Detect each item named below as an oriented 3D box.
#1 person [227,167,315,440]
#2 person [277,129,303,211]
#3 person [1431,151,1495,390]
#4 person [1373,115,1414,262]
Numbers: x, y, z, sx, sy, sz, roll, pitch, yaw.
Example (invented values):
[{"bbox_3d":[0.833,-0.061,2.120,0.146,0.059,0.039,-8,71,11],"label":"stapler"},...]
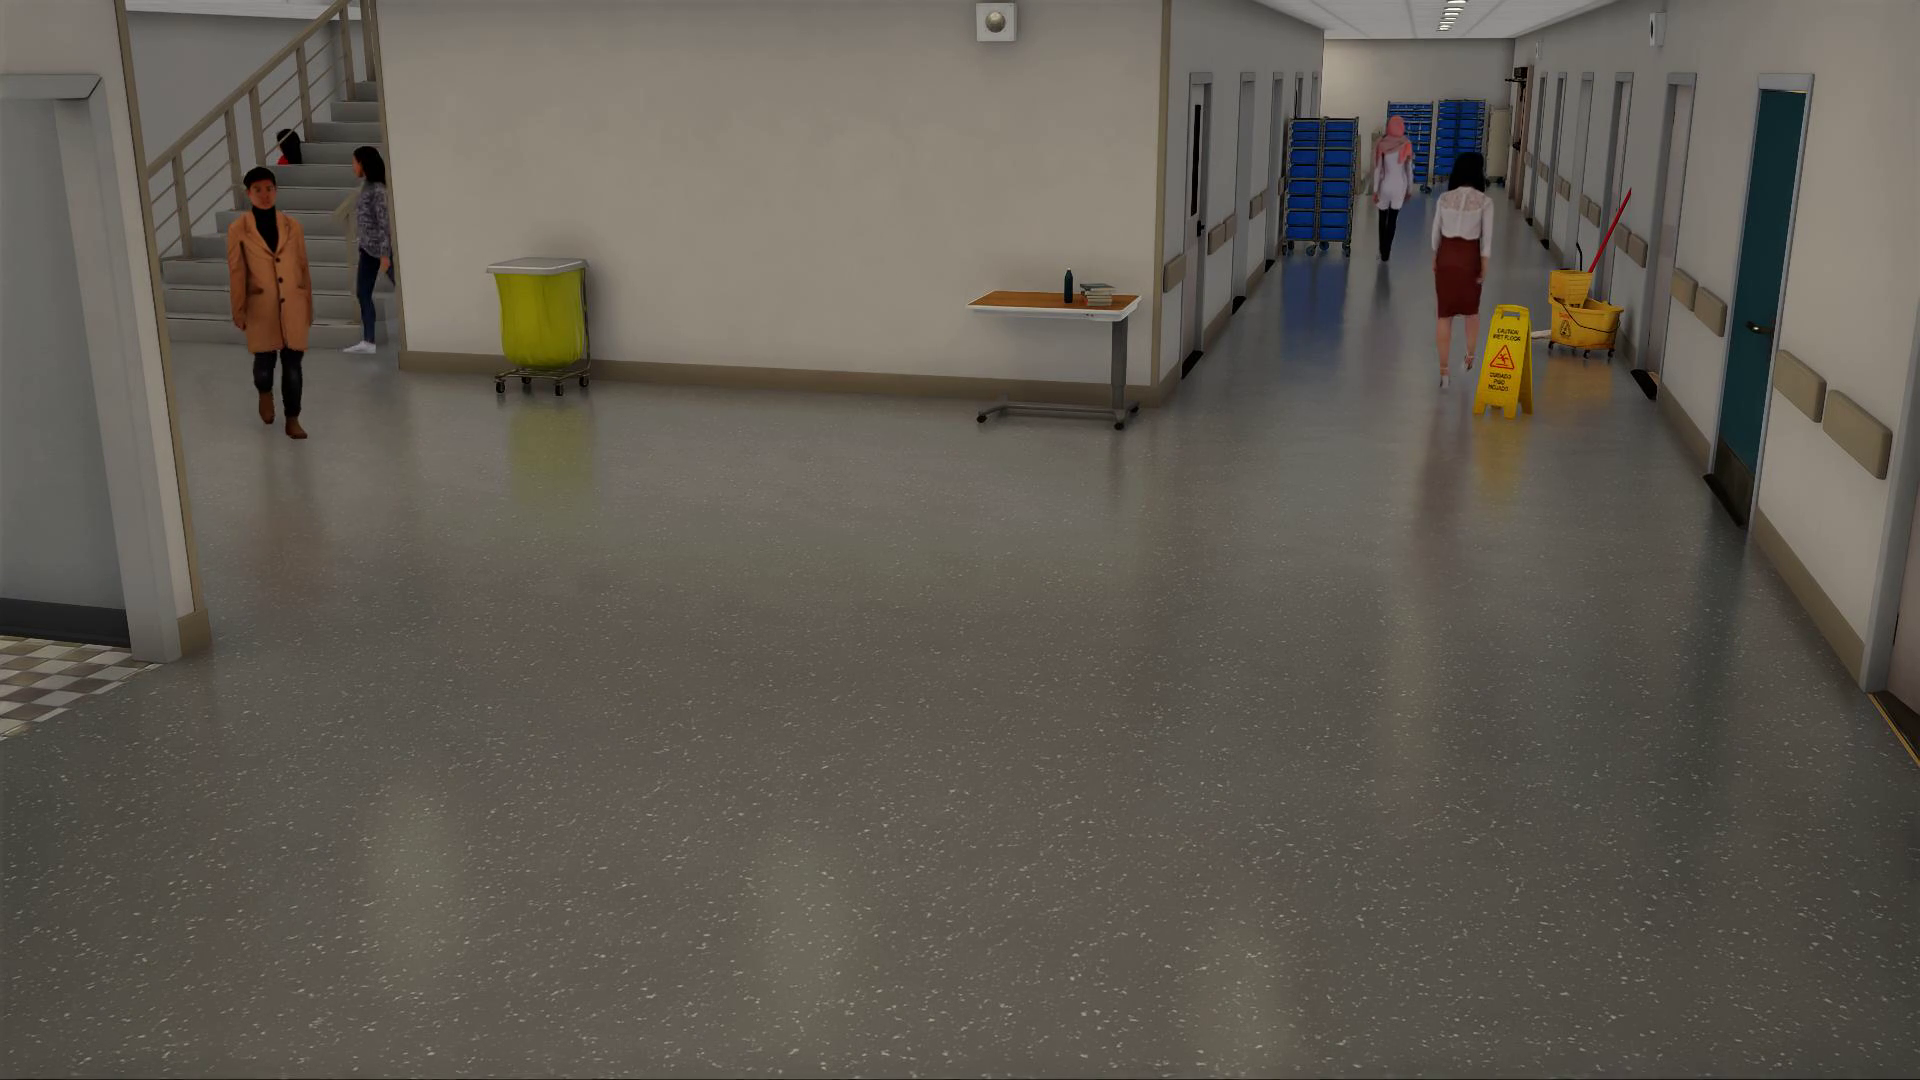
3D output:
[{"bbox_3d":[-4.411,-1.518,10.684,0.936,1.712,0.982,-10,19,-33],"label":"person"},{"bbox_3d":[-6.903,-3.389,17.331,0.686,1.747,0.549,3,16,11],"label":"person"},{"bbox_3d":[3.686,-1.975,12.364,0.681,1.722,0.983,6,17,21],"label":"person"},{"bbox_3d":[5.305,-4.257,20.422,0.690,1.742,1.191,3,16,11],"label":"person"}]
